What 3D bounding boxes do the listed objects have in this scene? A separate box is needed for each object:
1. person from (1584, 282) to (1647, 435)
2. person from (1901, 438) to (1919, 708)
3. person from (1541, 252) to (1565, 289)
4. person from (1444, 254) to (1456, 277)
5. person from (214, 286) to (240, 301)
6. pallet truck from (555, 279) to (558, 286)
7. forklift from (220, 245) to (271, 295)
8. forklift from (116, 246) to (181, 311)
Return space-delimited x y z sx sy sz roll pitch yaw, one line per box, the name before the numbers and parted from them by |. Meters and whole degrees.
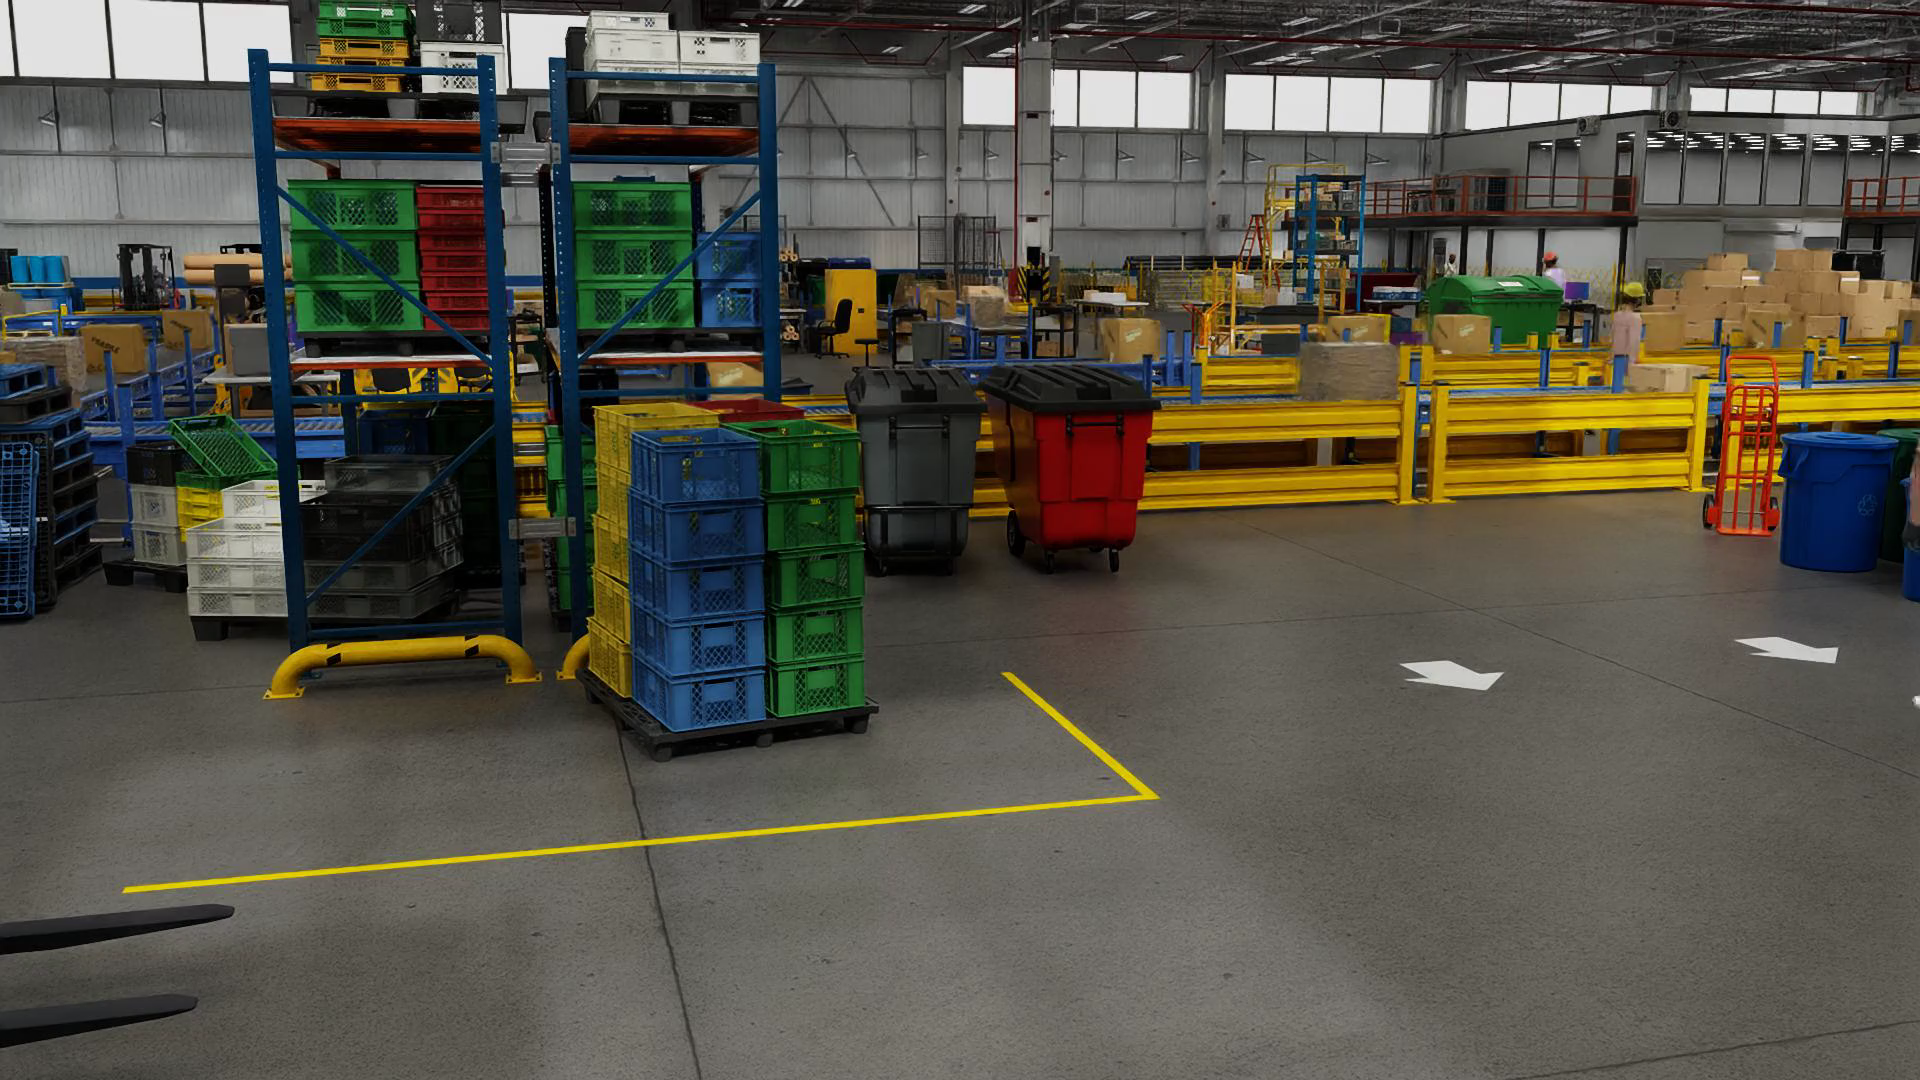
person | 7.395 -2.020 18.625 0.816 1.734 0.529 -1 10 -8
person | 4.552 -0.115 7.413 0.648 1.895 0.452 0 10 -2
person | 12.352 -4.983 34.615 0.647 2.019 0.612 -5 11 -25
person | 15.886 -8.325 53.905 0.573 1.887 0.355 -8 13 -38
person | -16.205 -5.339 37.072 0.659 1.859 0.974 7 12 34
pallet truck | -10.604 -6.375 44.520 0.653 1.274 1.630 -3 10 -15
forklift | -17.749 -6.334 41.440 1.157 1.987 2.680 -3 10 -17
forklift | -19.966 -6.232 40.894 1.157 1.987 2.680 -3 10 -15
